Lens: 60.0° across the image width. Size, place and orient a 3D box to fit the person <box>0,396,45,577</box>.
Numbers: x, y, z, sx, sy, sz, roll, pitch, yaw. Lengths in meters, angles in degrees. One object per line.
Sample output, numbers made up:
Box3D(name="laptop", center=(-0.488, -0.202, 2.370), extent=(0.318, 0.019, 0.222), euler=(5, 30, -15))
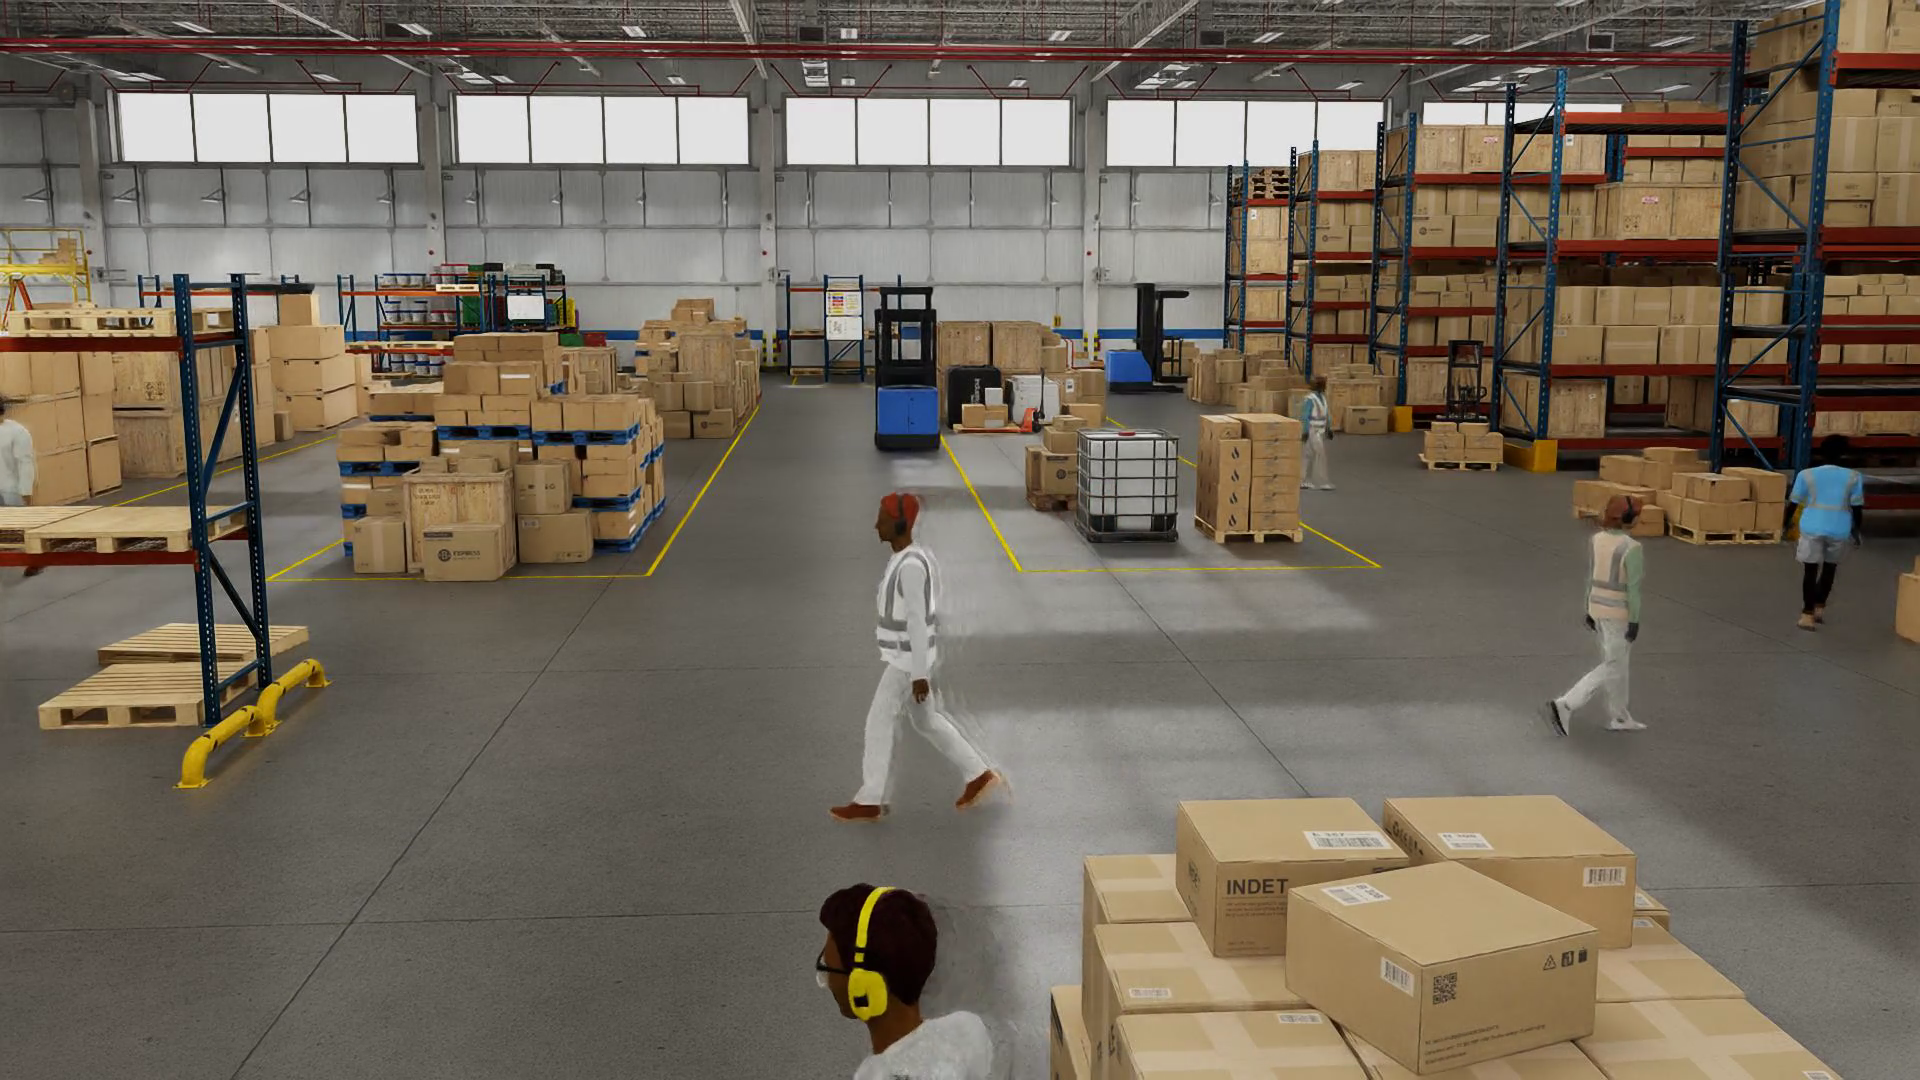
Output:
Box3D(name="person", center=(-9.395, -0.517, 16.374), extent=(0.644, 1.900, 0.999), euler=(0, 9, -1))

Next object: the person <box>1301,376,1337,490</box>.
Box3D(name="person", center=(5.099, -1.490, 23.339), extent=(0.710, 1.613, 0.534), euler=(7, 11, 35))

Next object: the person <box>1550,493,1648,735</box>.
Box3D(name="person", center=(4.219, 0.499, 10.874), extent=(0.703, 1.618, 0.524), euler=(-1, 9, -9))

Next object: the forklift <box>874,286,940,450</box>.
Box3D(name="forklift", center=(-0.934, -3.032, 29.068), extent=(1.129, 2.768, 1.873), euler=(-1, 9, -4))

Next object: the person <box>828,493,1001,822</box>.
Box3D(name="person", center=(-0.229, 0.647, 9.241), extent=(0.936, 1.849, 0.589), euler=(-1, 9, -4))

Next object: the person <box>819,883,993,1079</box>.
Box3D(name="person", center=(-0.132, 1.579, 3.328), extent=(0.510, 1.849, 0.552), euler=(5, 10, 30))

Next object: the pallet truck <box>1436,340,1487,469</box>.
Box3D(name="pallet truck", center=(8.004, -2.170, 26.422), extent=(0.823, 1.965, 1.885), euler=(2, 9, 14))

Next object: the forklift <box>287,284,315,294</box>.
Box3D(name="forklift", center=(-15.152, -4.524, 38.438), extent=(1.873, 2.768, 1.129), euler=(-1, 9, -4))

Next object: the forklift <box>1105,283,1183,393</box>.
Box3D(name="forklift", center=(4.704, -5.176, 42.530), extent=(1.873, 2.768, 1.129), euler=(-1, 9, -4))

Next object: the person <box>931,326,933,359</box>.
Box3D(name="person", center=(-0.552, -3.843, 37.140), extent=(0.542, 1.928, 0.374), euler=(-6, 11, -31))

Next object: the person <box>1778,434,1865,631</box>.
Box3D(name="person", center=(7.371, -0.076, 14.255), extent=(0.642, 1.660, 0.639), euler=(3, 10, 19))
